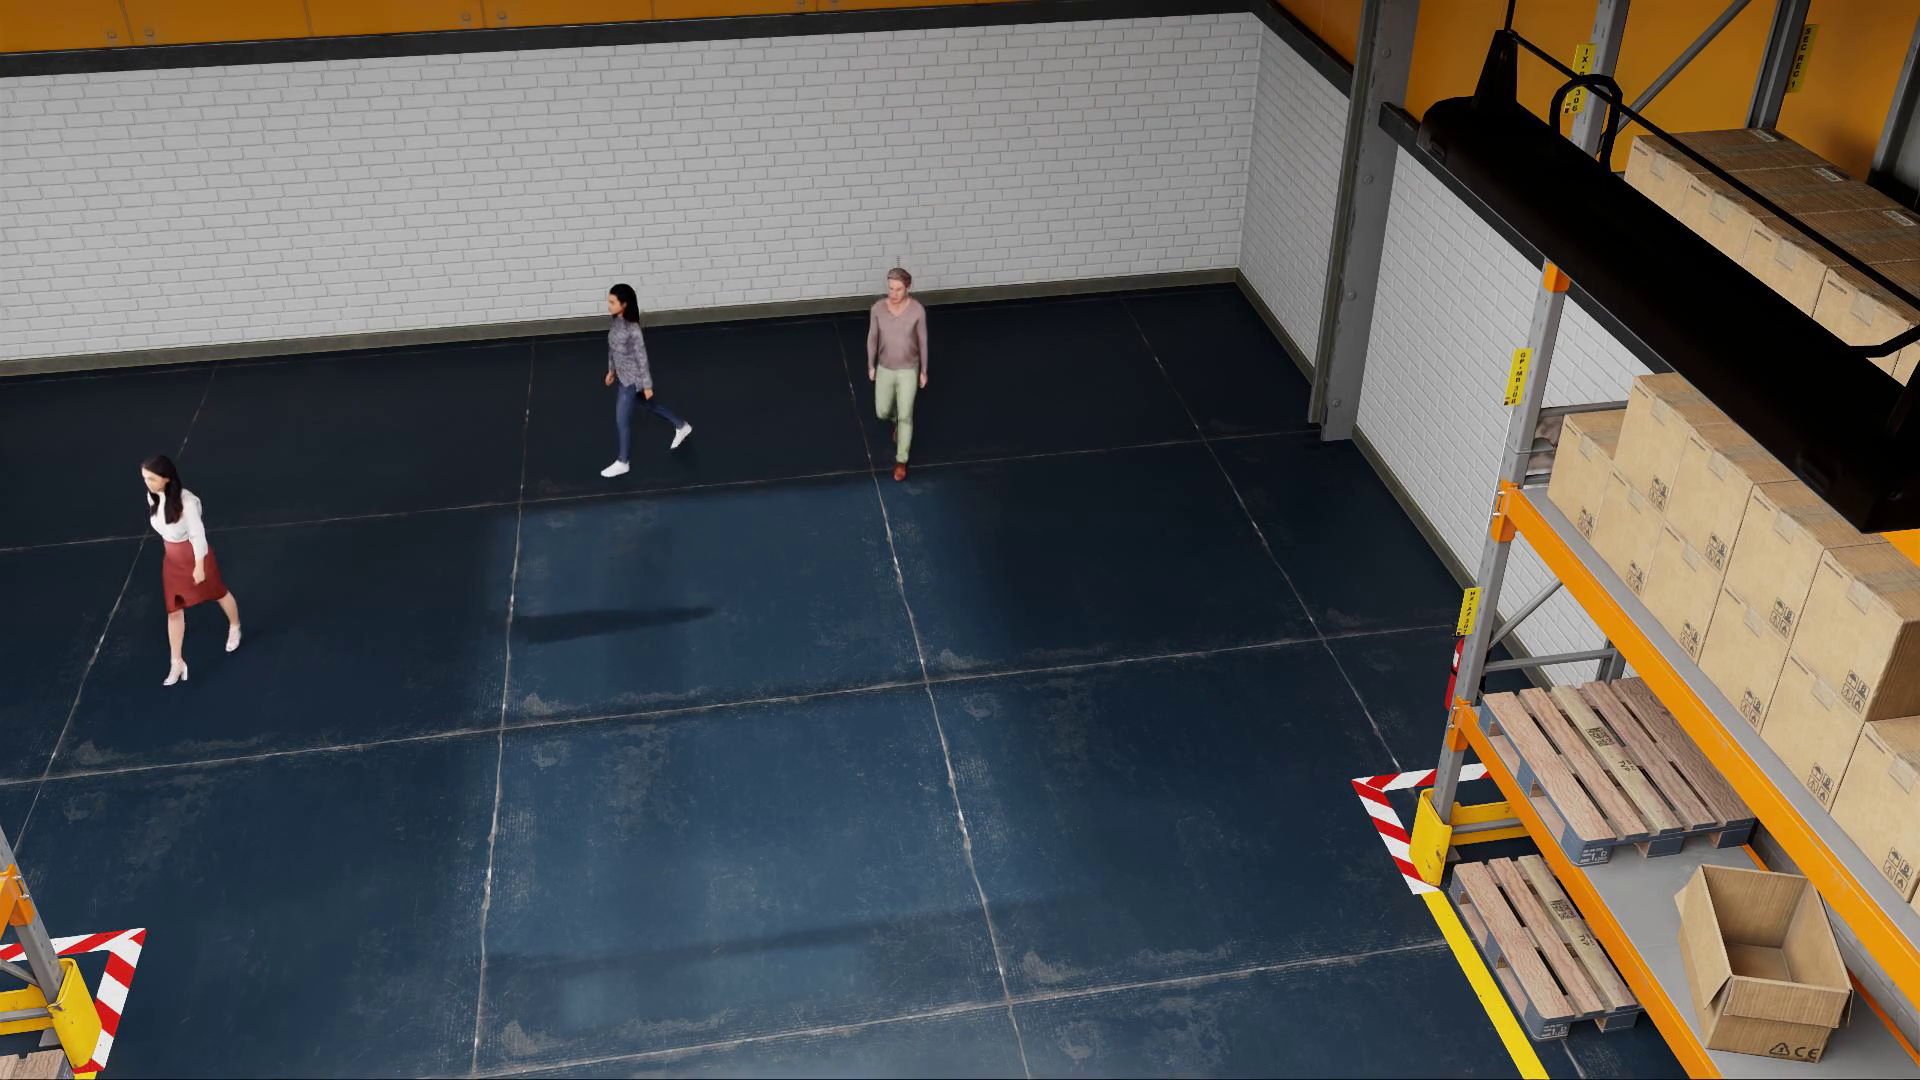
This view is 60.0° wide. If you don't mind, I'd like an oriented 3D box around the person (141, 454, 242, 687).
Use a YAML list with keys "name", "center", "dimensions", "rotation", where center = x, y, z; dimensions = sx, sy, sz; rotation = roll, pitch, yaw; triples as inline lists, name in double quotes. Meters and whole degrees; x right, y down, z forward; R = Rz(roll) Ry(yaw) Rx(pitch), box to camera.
- name: "person"
  center: [-5.397, 0.129, 11.811]
  dimensions: [0.912, 1.716, 1.090]
  rotation: [10, 35, 15]

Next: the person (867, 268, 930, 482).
- name: "person"
  center: [-0.509, -1.467, 14.084]
  dimensions: [0.884, 1.857, 1.085]
  rotation: [5, 34, 7]

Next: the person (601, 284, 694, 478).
- name: "person"
  center: [-2.700, -1.405, 14.136]
  dimensions: [0.950, 1.697, 1.164]
  rotation: [-18, 37, -24]
